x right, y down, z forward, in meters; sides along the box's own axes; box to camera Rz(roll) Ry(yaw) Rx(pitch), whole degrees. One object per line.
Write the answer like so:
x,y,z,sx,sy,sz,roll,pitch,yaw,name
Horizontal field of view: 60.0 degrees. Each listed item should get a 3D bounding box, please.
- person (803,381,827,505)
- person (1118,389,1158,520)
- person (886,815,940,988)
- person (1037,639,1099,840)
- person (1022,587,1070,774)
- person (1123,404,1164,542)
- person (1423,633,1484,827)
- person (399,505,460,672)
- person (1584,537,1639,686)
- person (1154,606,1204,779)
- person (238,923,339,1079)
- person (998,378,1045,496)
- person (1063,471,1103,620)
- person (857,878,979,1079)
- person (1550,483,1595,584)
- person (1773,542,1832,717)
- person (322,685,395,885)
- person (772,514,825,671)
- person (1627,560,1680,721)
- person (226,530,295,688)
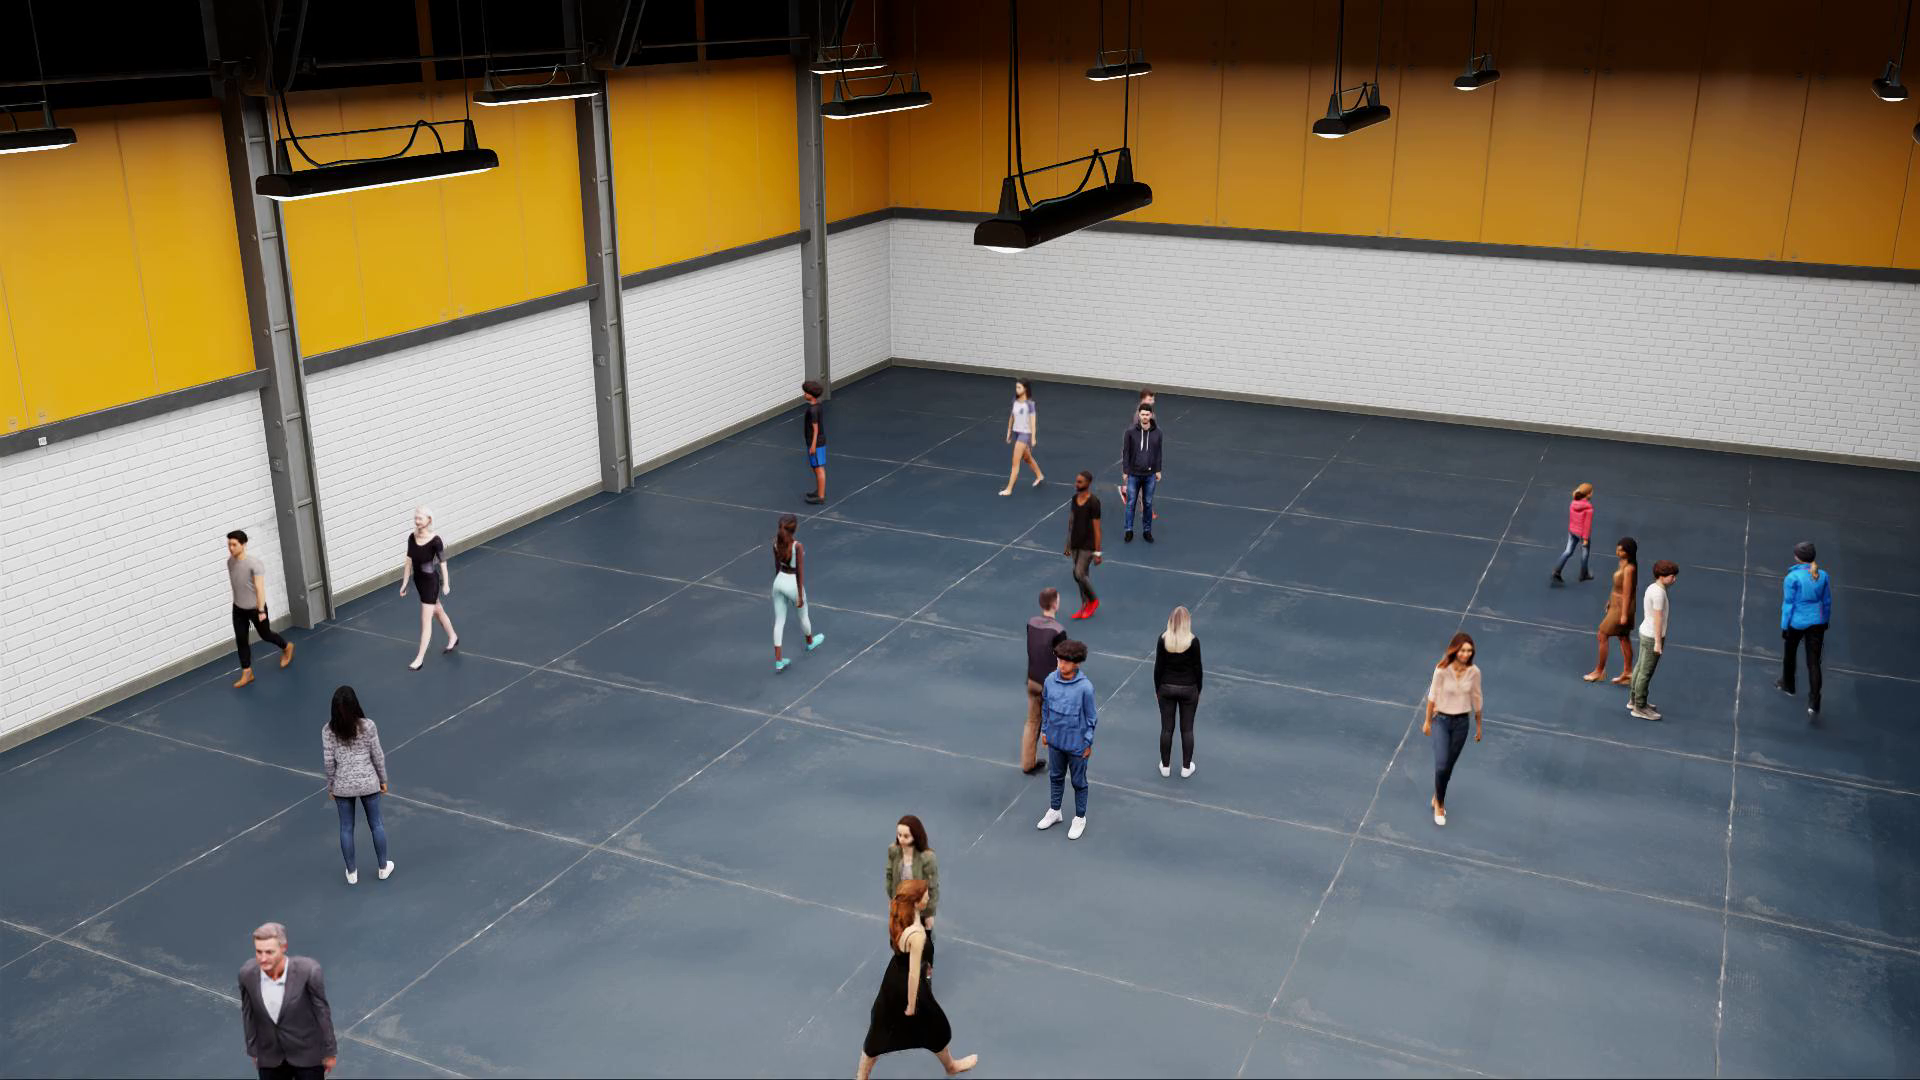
-2.057,-1.409,23.828,0.749,1.793,0.616,0,19,1,person
2.489,-1.214,23.187,0.867,1.834,0.962,15,24,38,person
-0.297,2.658,12.266,0.606,1.464,0.522,8,20,22,person
0.950,1.711,14.542,0.711,1.807,0.606,12,22,32,person
0.745,1.353,15.590,0.956,1.816,0.869,-15,24,-38,person
2.430,-0.912,22.196,0.755,1.894,0.732,0,19,-1,person
4.354,1.623,14.856,0.793,1.772,0.873,0,19,0,person
-5.766,0.491,18.208,0.575,1.779,1.146,8,20,23,person
7.073,0.780,17.538,0.732,1.660,0.693,6,20,18,person
2.040,1.424,15.586,0.650,1.686,0.602,4,19,12,person
-4.117,3.123,10.324,0.913,1.823,0.962,-2,19,-5,person
0.974,-1.513,24.303,1.239,1.688,0.942,-15,24,-38,person
1.526,0.054,19.476,0.821,1.799,0.795,-12,22,-31,person
-0.436,3.017,11.039,1.156,1.569,1.047,-9,21,-25,person
7.613,-0.057,20.601,0.950,1.291,0.848,-9,21,-25,person
8.636,0.935,16.932,0.977,1.753,1.272,3,19,10,person
-5.002,2.012,13.764,0.689,1.732,0.728,-5,19,-14,person
-1.907,0.594,18.058,0.611,1.681,1.080,10,21,27,person
7.037,0.989,16.925,0.668,1.655,0.522,5,19,15,person
-7.526,0.680,17.789,0.676,1.689,1.098,6,20,18,person
